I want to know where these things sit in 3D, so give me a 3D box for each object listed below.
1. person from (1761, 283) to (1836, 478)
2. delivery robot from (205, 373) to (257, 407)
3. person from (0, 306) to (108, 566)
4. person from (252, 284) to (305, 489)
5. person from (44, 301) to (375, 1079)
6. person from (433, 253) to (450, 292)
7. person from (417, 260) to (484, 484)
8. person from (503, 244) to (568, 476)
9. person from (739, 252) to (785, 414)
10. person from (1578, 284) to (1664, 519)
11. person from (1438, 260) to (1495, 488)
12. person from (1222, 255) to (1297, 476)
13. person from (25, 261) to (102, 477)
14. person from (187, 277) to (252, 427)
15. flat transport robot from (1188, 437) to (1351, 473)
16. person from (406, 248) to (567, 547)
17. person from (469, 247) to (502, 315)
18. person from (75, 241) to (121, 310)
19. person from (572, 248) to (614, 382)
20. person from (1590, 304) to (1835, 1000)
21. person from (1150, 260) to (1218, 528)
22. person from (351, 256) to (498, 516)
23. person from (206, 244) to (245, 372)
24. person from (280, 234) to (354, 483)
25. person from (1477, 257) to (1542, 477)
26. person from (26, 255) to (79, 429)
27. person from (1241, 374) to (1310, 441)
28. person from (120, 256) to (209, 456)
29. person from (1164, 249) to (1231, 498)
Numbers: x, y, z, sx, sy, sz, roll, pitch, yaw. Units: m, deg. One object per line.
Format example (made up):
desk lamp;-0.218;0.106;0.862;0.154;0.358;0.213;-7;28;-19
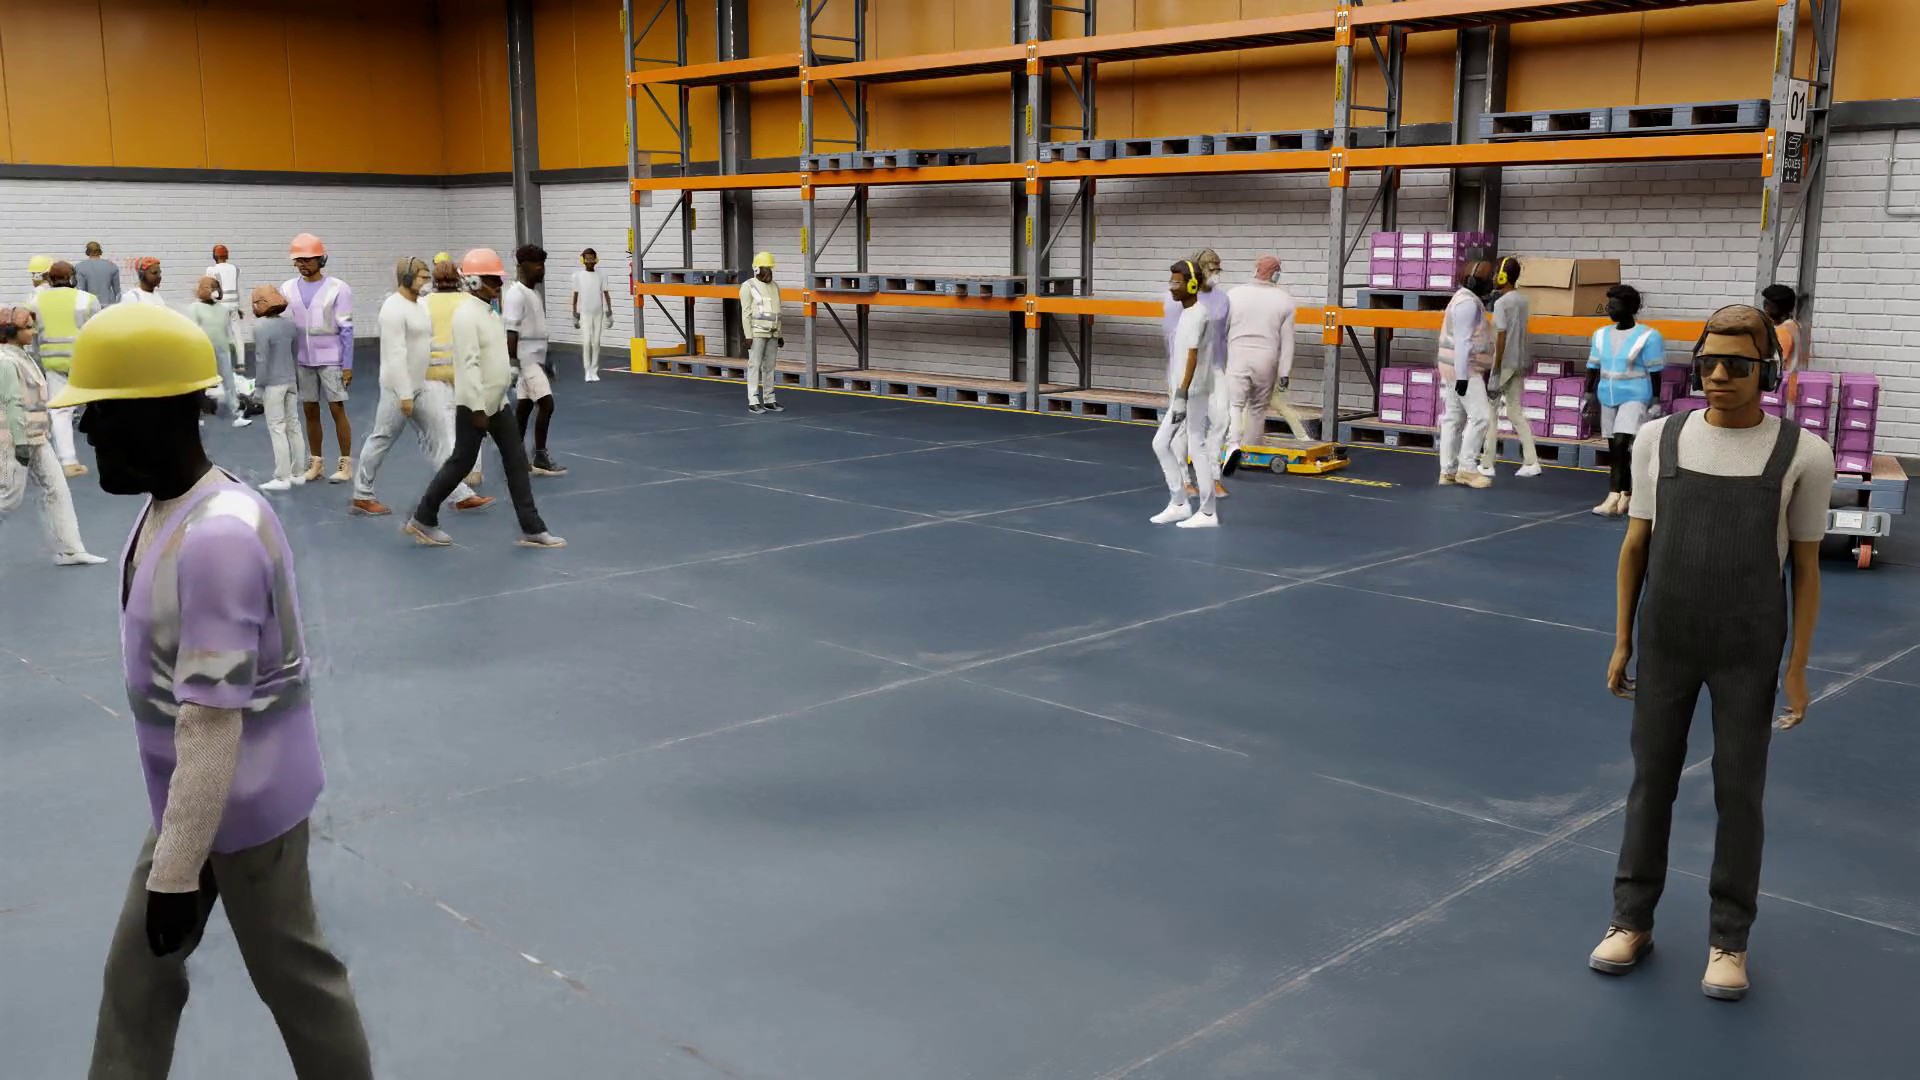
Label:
person;6.212;-1.074;12.413;0.613;1.668;0.547;5;11;24
delivery robot;-8.182;-1.691;18.562;0.707;0.478;0.477;0;10;-1
person;-5.695;-0.602;10.012;0.805;1.605;0.526;-3;11;-15
person;-5.467;-1.219;13.306;0.288;1.633;0.497;2;11;12
person;-1.542;0.512;3.146;0.899;1.888;0.617;-7;13;-35
person;-7.580;-3.330;24.455;0.320;1.767;0.534;-1;10;-5
person;-4.052;-1.307;13.269;0.654;1.814;0.763;-3;11;-17
person;-3.549;-1.500;13.988;0.683;1.939;0.638;0;10;-1
person;-2.240;-2.370;19.028;0.404;1.836;0.587;8;13;37
person;4.647;-0.972;11.845;0.734;1.670;0.553;-7;12;-32
person;4.099;-1.318;13.328;0.532;1.820;0.718;2;11;11
person;2.465;-1.472;14.080;0.727;1.859;0.869;2;11;13
person;-7.551;-1.468;14.222;0.636;1.793;0.946;-1;10;-8
person;-7.929;-1.985;17.614;0.870;1.589;0.502;7;13;34
flat transport robot;2.617;-0.763;14.536;1.431;0.197;0.652;7;13;34
person;-3.127;-0.898;10.724;1.022;1.958;0.621;1;10;8
person;-7.801;-3.881;27.306;0.568;1.826;0.729;-9;14;-39
person;-13.001;-3.540;25.128;0.634;1.936;0.351;-10;14;-43
person;-5.048;-3.098;22.987;0.514;1.847;0.712;-5;12;-26
person;2.003;0.299;4.445;0.506;1.847;0.346;7;13;35
person;1.543;-0.988;11.476;0.601;1.851;0.532;-1;10;-8
person;-3.953;-1.090;11.970;1.080;1.872;0.660;1;10;4
person;-10.924;-3.443;24.745;0.338;1.882;0.583;7;12;32
person;-5.235;-1.463;13.553;0.609;2.035;0.410;2;11;9
person;4.600;-1.417;13.919;0.544;1.862;0.747;-10;14;-42
person;-9.486;-2.053;17.350;0.443;1.811;0.615;2;11;13
person;2.879;-1.599;15.514;0.835;1.582;0.551;5;12;26
person;-7.415;-1.652;15.132;0.985;1.842;0.575;2;11;12
person;1.846;-1.254;12.722;0.625;1.912;0.624;-5;12;-26
